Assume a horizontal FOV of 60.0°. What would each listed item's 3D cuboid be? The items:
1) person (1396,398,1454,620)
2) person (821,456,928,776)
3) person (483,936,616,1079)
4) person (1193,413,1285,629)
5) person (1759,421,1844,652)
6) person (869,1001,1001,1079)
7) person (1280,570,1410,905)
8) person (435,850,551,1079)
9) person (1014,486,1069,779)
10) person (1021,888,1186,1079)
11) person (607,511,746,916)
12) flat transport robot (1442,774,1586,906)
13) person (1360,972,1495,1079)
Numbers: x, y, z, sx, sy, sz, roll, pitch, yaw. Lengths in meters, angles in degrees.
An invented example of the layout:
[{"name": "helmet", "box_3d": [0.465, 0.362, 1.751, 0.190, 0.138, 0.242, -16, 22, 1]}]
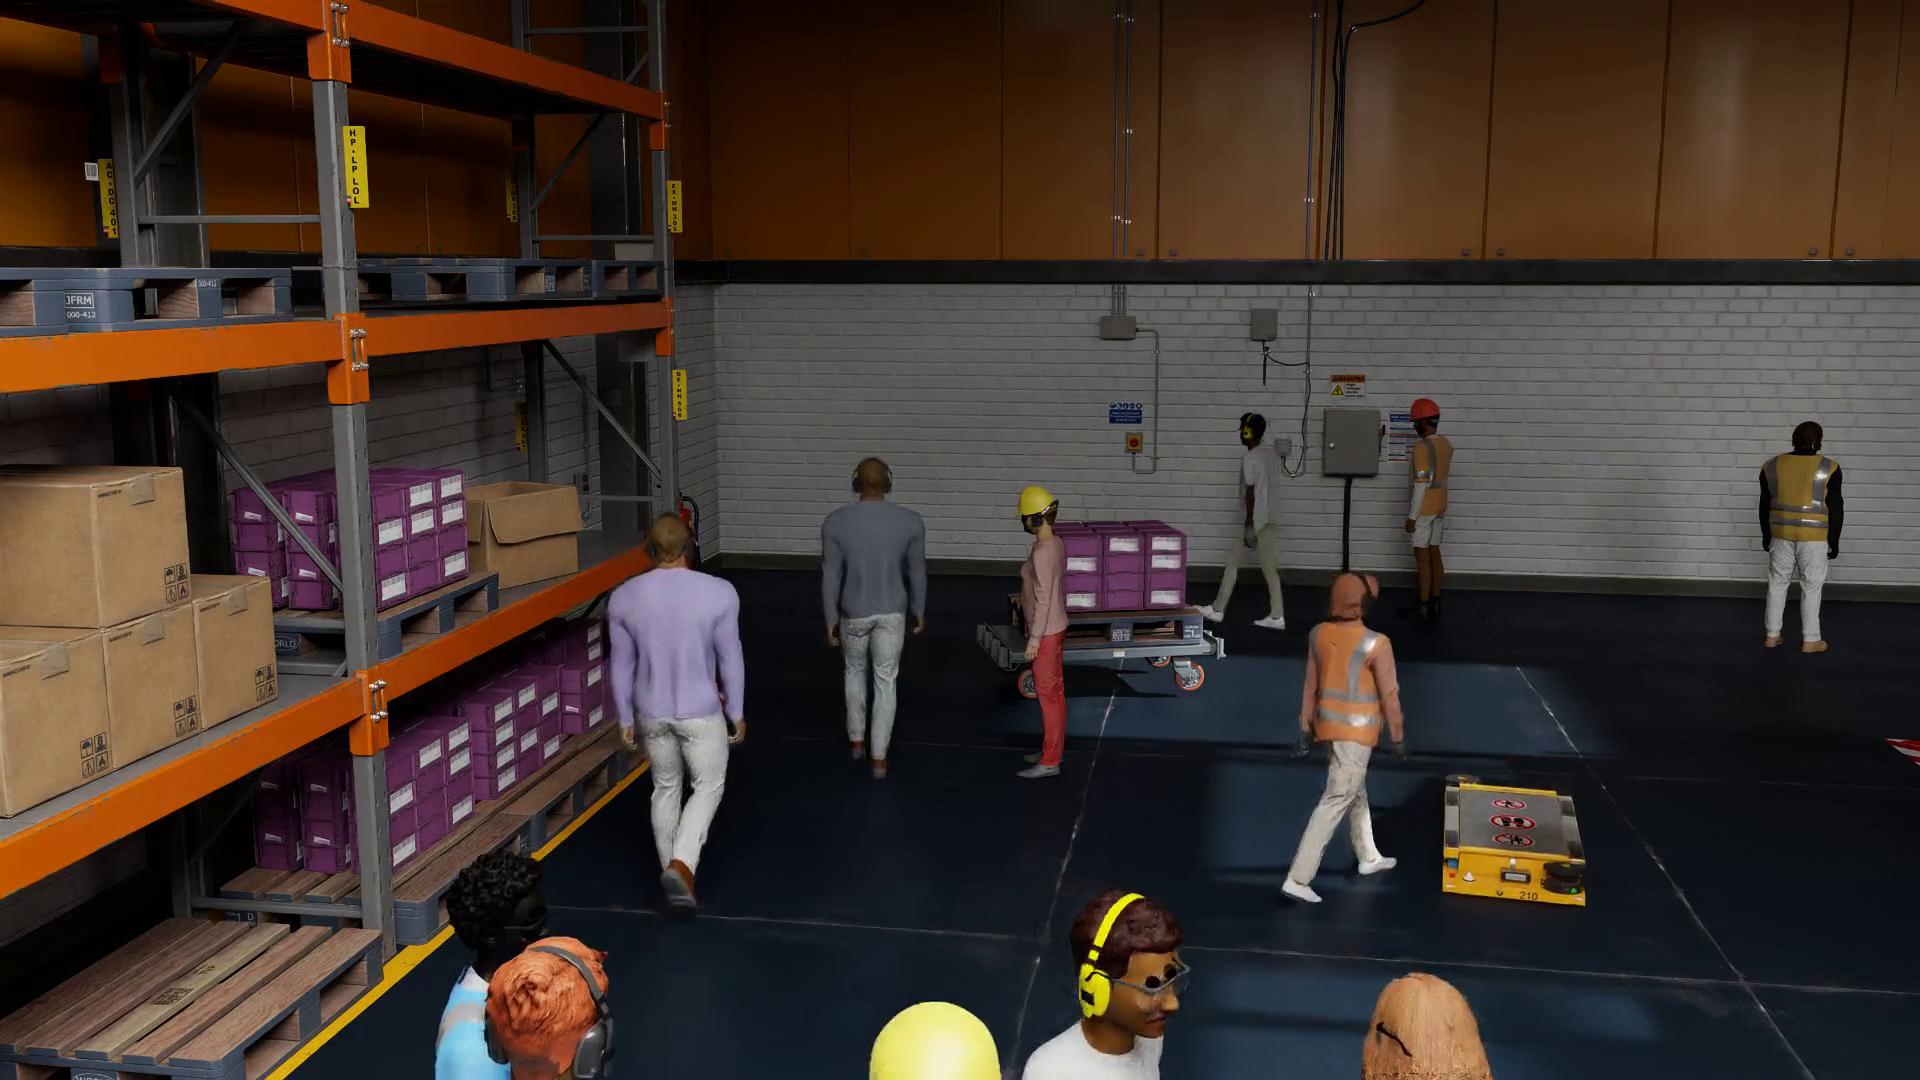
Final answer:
[{"name": "person", "box_3d": [4.046, -0.269, 14.503, 0.368, 1.929, 0.542, 8, 12, 41]}, {"name": "person", "box_3d": [-0.525, 0.431, 10.222, 0.653, 1.909, 0.848, -1, 9, -4]}, {"name": "person", "box_3d": [-0.706, 1.622, 2.981, 0.576, 1.883, 0.354, 1, 9, 7]}, {"name": "person", "box_3d": [2.422, -0.168, 14.196, 0.914, 1.826, 0.548, 7, 12, 39]}, {"name": "person", "box_3d": [6.709, -0.027, 13.280, 0.627, 1.844, 0.429, 9, 13, 44]}, {"name": "person", "box_3d": [0.000, 1.673, 2.593, 0.618, 1.903, 0.535, 0, 9, 2]}, {"name": "person", "box_3d": [1.861, 0.944, 8.055, 0.867, 1.596, 0.513, -5, 10, -28]}, {"name": "person", "box_3d": [-1.085, 1.557, 3.952, 0.320, 1.695, 0.537, -1, 9, -5]}, {"name": "person", "box_3d": [0.481, 0.551, 9.972, 0.328, 1.760, 0.524, 2, 9, 12]}, {"name": "person", "box_3d": [0.221, 1.578, 3.435, 0.912, 1.829, 0.514, 8, 12, 39]}, {"name": "person", "box_3d": [-1.341, 0.823, 7.804, 0.638, 1.918, 0.673, 1, 9, 7]}, {"name": "flat transport robot", "box_3d": [2.833, 1.518, 8.574, 0.652, 0.197, 1.431, 3, 10, 16]}, {"name": "person", "box_3d": [0.941, 1.686, 3.397, 0.543, 1.613, 0.347, -4, 10, -21]}]
